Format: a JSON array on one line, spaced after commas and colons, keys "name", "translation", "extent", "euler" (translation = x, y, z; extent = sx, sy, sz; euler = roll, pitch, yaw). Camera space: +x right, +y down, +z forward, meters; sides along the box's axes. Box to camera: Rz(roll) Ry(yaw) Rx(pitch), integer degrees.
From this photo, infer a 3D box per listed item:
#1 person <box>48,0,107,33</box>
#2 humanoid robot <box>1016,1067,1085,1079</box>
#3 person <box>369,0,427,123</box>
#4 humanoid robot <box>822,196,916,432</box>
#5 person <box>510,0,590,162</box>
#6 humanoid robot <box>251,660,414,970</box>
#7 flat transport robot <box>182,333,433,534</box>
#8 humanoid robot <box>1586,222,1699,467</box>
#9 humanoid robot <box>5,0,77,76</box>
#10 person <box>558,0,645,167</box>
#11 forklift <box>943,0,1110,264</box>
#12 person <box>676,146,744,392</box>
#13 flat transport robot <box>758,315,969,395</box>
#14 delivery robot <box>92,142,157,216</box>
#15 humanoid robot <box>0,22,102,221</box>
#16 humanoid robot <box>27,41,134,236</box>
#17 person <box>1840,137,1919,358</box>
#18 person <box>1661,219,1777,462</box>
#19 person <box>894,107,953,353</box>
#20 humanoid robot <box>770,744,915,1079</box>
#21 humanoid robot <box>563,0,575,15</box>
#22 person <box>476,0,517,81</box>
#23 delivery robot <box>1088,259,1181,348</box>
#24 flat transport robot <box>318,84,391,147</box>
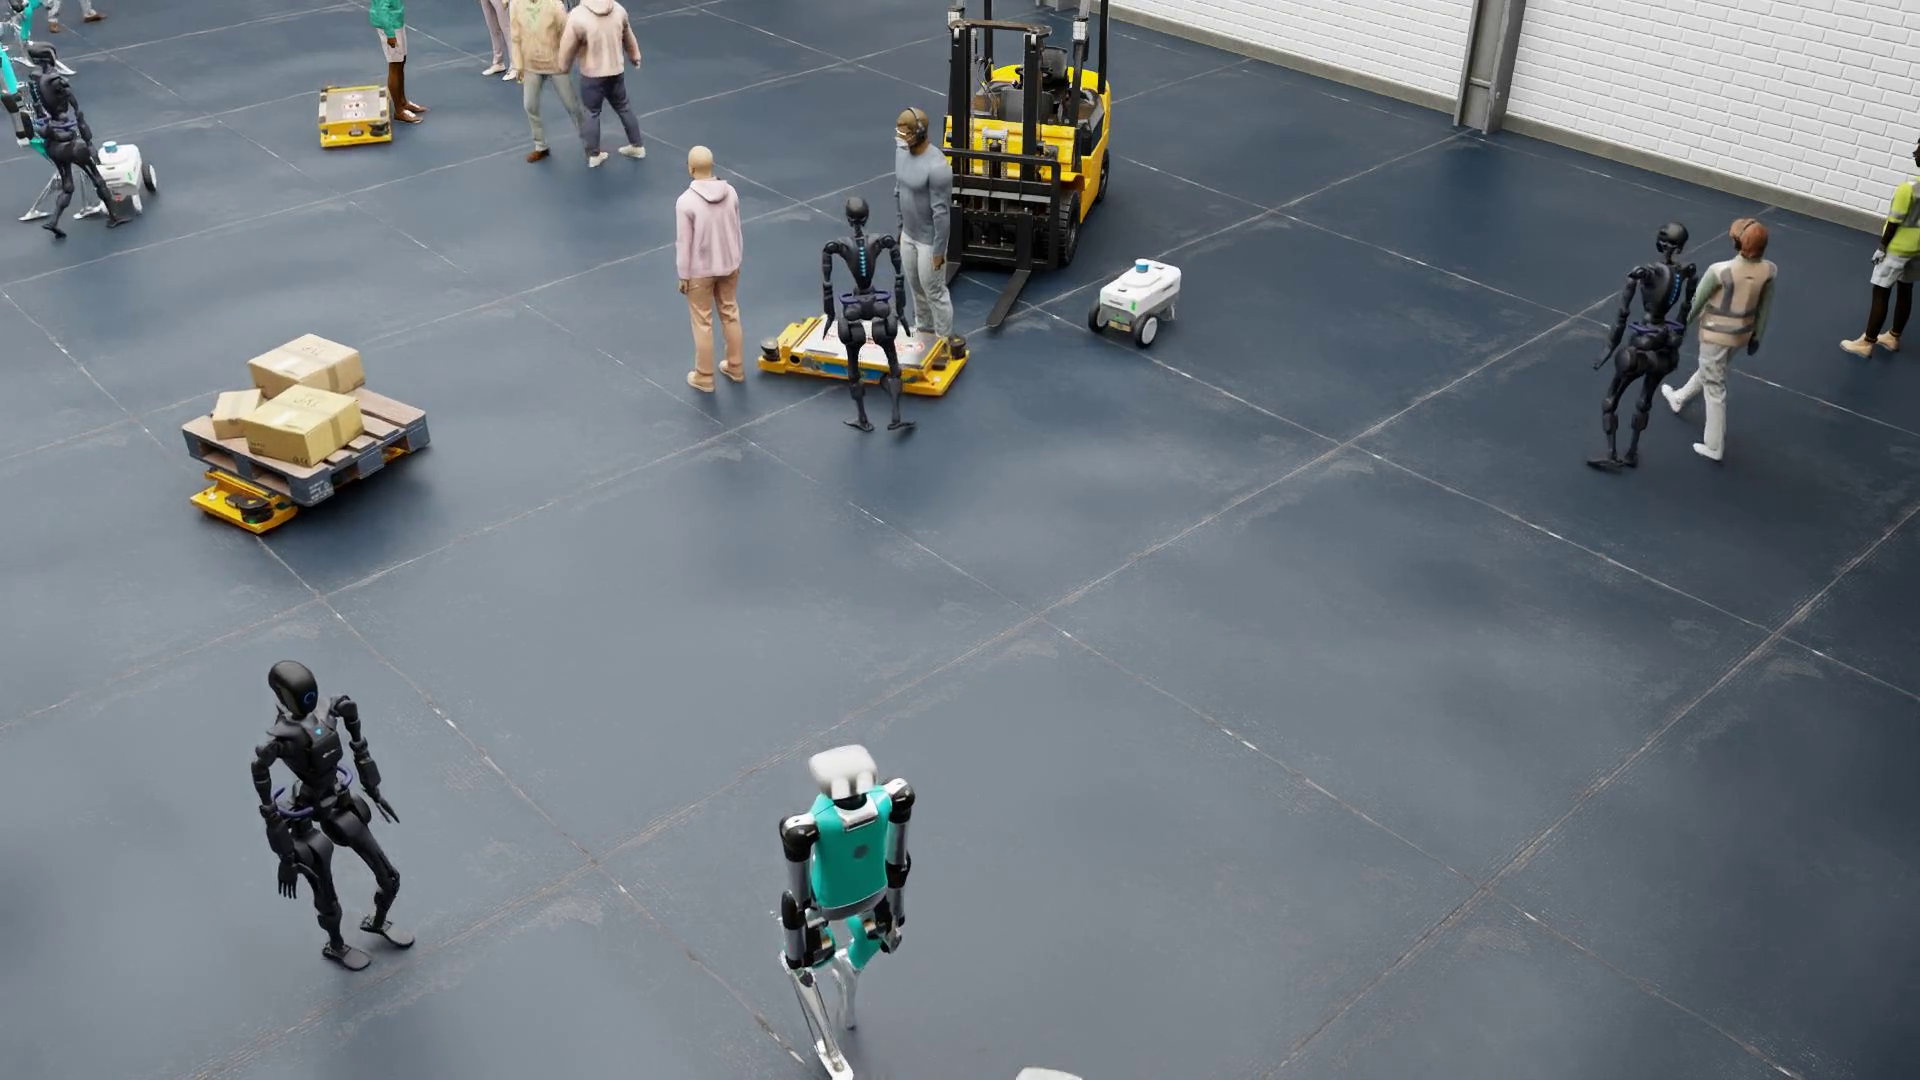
[{"name": "person", "translation": [-10.528, -6.796, 19.387], "extent": [0.632, 1.612, 0.555], "euler": [-12, 35, -18]}, {"name": "humanoid robot", "translation": [0.227, 2.448, 5.081], "extent": [0.547, 1.805, 0.689], "euler": [1, 33, 2]}, {"name": "person", "translation": [-5.680, -5.120, 16.593], "extent": [0.381, 1.848, 0.507], "euler": [-3, 33, -5]}, {"name": "humanoid robot", "translation": [-0.622, -1.475, 11.154], "extent": [0.607, 1.648, 0.463], "euler": [-5, 33, -7]}, {"name": "person", "translation": [-3.862, -4.467, 15.590], "extent": [0.625, 1.853, 0.460], "euler": [5, 33, 8]}, {"name": "humanoid robot", "translation": [-2.694, 1.186, 7.058], "extent": [0.369, 1.644, 0.589], "euler": [17, 37, 24]}, {"name": "flat transport robot", "translation": [-4.255, -0.514, 10.963], "extent": [0.659, 0.231, 1.431], "euler": [19, 38, 27]}, {"name": "humanoid robot", "translation": [4.463, -1.244, 10.791], "extent": [0.609, 1.639, 0.403], "euler": [-9, 34, -13]}, {"name": "humanoid robot", "translation": [-10.135, -5.814, 17.811], "extent": [1.038, 1.771, 0.542], "euler": [11, 35, 16]}, {"name": "person", "translation": [-3.321, -4.414, 15.535], "extent": [0.787, 1.825, 0.555], "euler": [-28, 42, -36]}, {"name": "forklift", "translation": [0.570, -3.725, 14.138], "extent": [1.214, 2.155, 2.313], "euler": [9, 34, 13]}, {"name": "person", "translation": [-1.739, -1.894, 11.706], "extent": [0.535, 1.775, 0.409], "euler": [-26, 41, -34]}, {"name": "flat transport robot", "translation": [-0.708, -1.375, 12.287], "extent": [1.431, 0.231, 0.659], "euler": [10, 34, 15]}, {"name": "delivery robot", "translation": [-7.570, -3.290, 14.966], "extent": [0.499, 0.594, 0.769], "euler": [-10, 34, -15]}, {"name": "humanoid robot", "translation": [-7.915, -3.623, 14.423], "extent": [0.883, 1.789, 0.571], "euler": [-16, 36, -22]}, {"name": "humanoid robot", "translation": [-7.641, -3.395, 14.145], "extent": [0.609, 1.657, 0.695], "euler": [15, 36, 22]}, {"name": "person", "translation": [6.912, -2.150, 12.174], "extent": [0.533, 1.691, 0.317], "euler": [-14, 36, -21]}, {"name": "person", "translation": [5.034, -1.385, 11.085], "extent": [0.519, 1.590, 0.883], "euler": [-9, 34, -13]}, {"name": "person", "translation": [-0.273, -2.177, 12.007], "extent": [0.389, 1.930, 0.632], "euler": [-19, 37, -26]}, {"name": "humanoid robot", "translation": [-0.539, 1.492, 6.642], "extent": [0.548, 1.905, 0.725], "euler": [-18, 37, -26]}, {"name": "humanoid robot", "translation": [-4.938, -6.966, 19.547], "extent": [0.964, 1.763, 0.532], "euler": [15, 36, 21]}, {"name": "person", "translation": [-4.987, -5.812, 17.733], "extent": [0.522, 1.768, 0.311], "euler": [23, 40, 31]}, {"name": "delivery robot", "translation": [1.359, -1.849, 12.758], "extent": [0.520, 0.600, 0.772], "euler": [23, 40, 31]}, {"name": "flat transport robot", "translation": [-6.101, -4.298, 16.778], "extent": [0.659, 0.231, 1.431], "euler": [-9, 34, -14]}]
